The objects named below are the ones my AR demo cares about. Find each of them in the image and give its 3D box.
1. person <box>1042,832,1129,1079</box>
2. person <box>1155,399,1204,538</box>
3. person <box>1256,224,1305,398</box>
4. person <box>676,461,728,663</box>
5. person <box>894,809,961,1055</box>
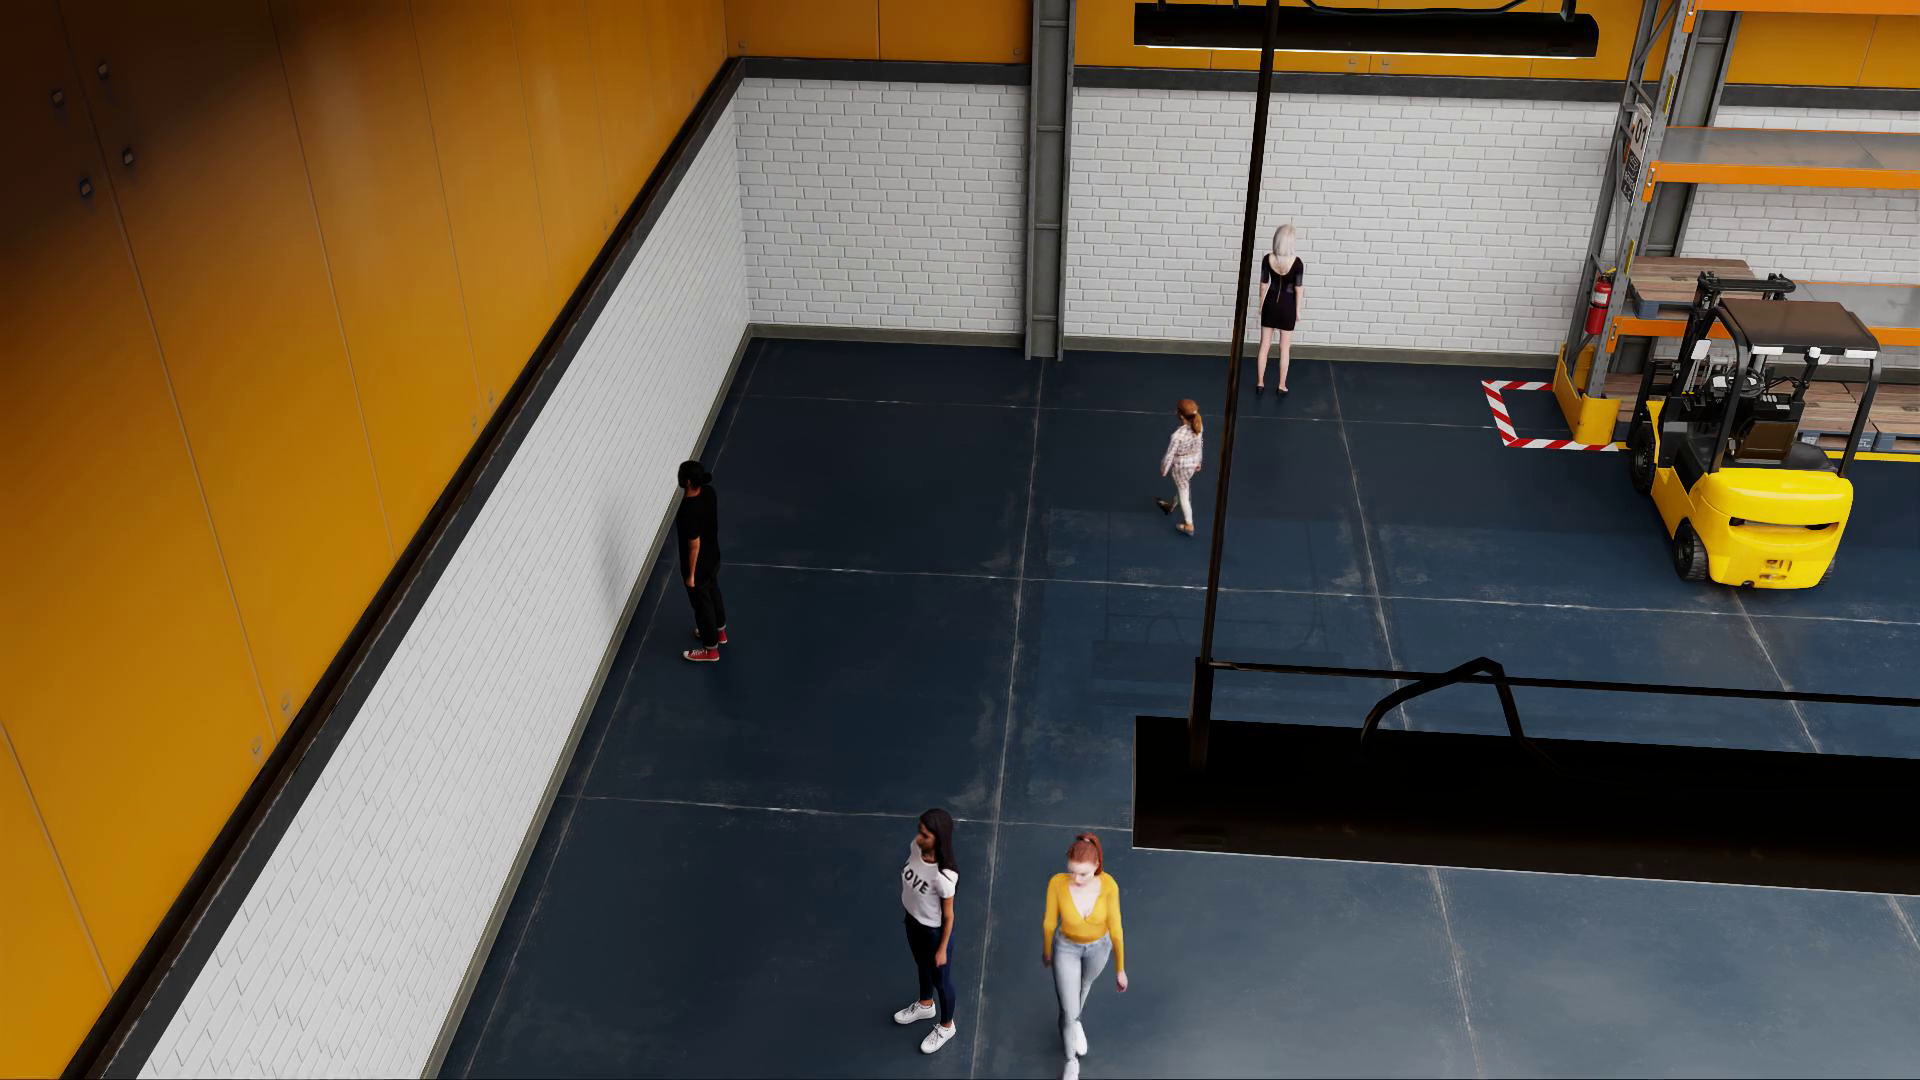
[{"bbox_3d":[0.688,2.310,9.631,0.823,1.732,0.770,-4,34,-6],"label":"person"},{"bbox_3d":[1.979,-0.610,14.428,0.839,1.285,0.882,-22,39,-29],"label":"person"},{"bbox_3d":[3.151,-2.265,16.426,0.543,1.830,0.696,13,36,19],"label":"person"},{"bbox_3d":[-2.004,0.146,12.863,0.593,1.759,0.641,6,34,9],"label":"person"},{"bbox_3d":[-0.167,2.250,9.685,0.710,1.773,0.672,-20,38,-27],"label":"person"}]
